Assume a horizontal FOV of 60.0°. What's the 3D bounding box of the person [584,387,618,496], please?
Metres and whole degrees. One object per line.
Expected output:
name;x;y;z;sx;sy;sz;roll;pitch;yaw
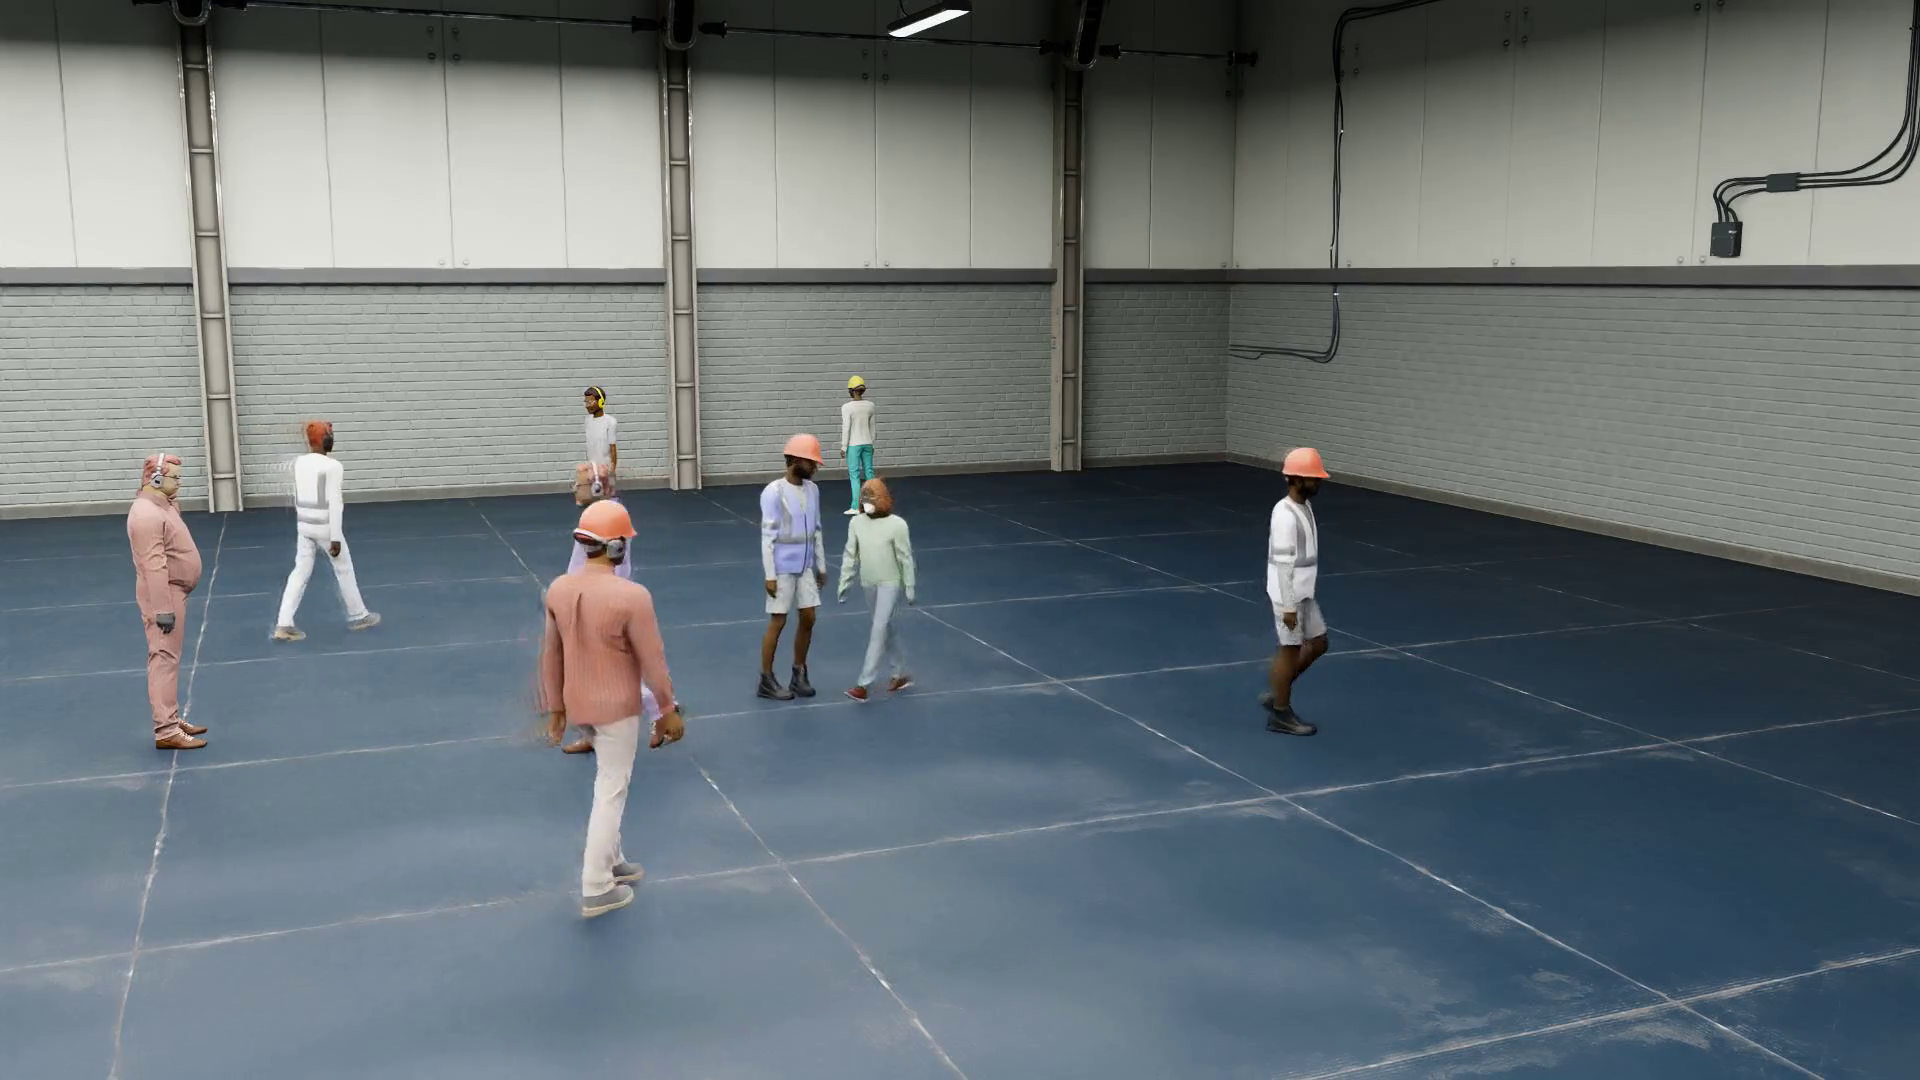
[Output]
person;-3.816;-0.695;17.657;0.500;1.860;0.312;7;11;38

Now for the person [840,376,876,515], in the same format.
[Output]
person;-1.298;-1.193;21.066;0.528;1.767;0.329;-8;12;-40

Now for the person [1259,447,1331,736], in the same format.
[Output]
person;2.220;0.347;10.898;0.396;1.923;0.583;4;10;26

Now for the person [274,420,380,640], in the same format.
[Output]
person;-5.378;-0.087;13.950;0.593;1.831;1.025;4;10;25

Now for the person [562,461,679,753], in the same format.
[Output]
person;-2.173;0.434;10.462;0.636;1.888;0.653;-2;9;-13

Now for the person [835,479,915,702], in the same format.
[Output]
person;-0.622;0.358;11.893;0.525;1.584;0.860;6;11;35

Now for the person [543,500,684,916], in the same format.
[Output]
person;-1.624;0.787;7.990;0.623;1.971;0.686;7;11;36

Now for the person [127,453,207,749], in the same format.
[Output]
person;-5.097;0.388;10.716;0.410;1.904;0.639;-4;10;-22

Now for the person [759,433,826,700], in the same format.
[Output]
person;-1.184;0.189;11.948;0.406;1.921;0.557;7;11;37
